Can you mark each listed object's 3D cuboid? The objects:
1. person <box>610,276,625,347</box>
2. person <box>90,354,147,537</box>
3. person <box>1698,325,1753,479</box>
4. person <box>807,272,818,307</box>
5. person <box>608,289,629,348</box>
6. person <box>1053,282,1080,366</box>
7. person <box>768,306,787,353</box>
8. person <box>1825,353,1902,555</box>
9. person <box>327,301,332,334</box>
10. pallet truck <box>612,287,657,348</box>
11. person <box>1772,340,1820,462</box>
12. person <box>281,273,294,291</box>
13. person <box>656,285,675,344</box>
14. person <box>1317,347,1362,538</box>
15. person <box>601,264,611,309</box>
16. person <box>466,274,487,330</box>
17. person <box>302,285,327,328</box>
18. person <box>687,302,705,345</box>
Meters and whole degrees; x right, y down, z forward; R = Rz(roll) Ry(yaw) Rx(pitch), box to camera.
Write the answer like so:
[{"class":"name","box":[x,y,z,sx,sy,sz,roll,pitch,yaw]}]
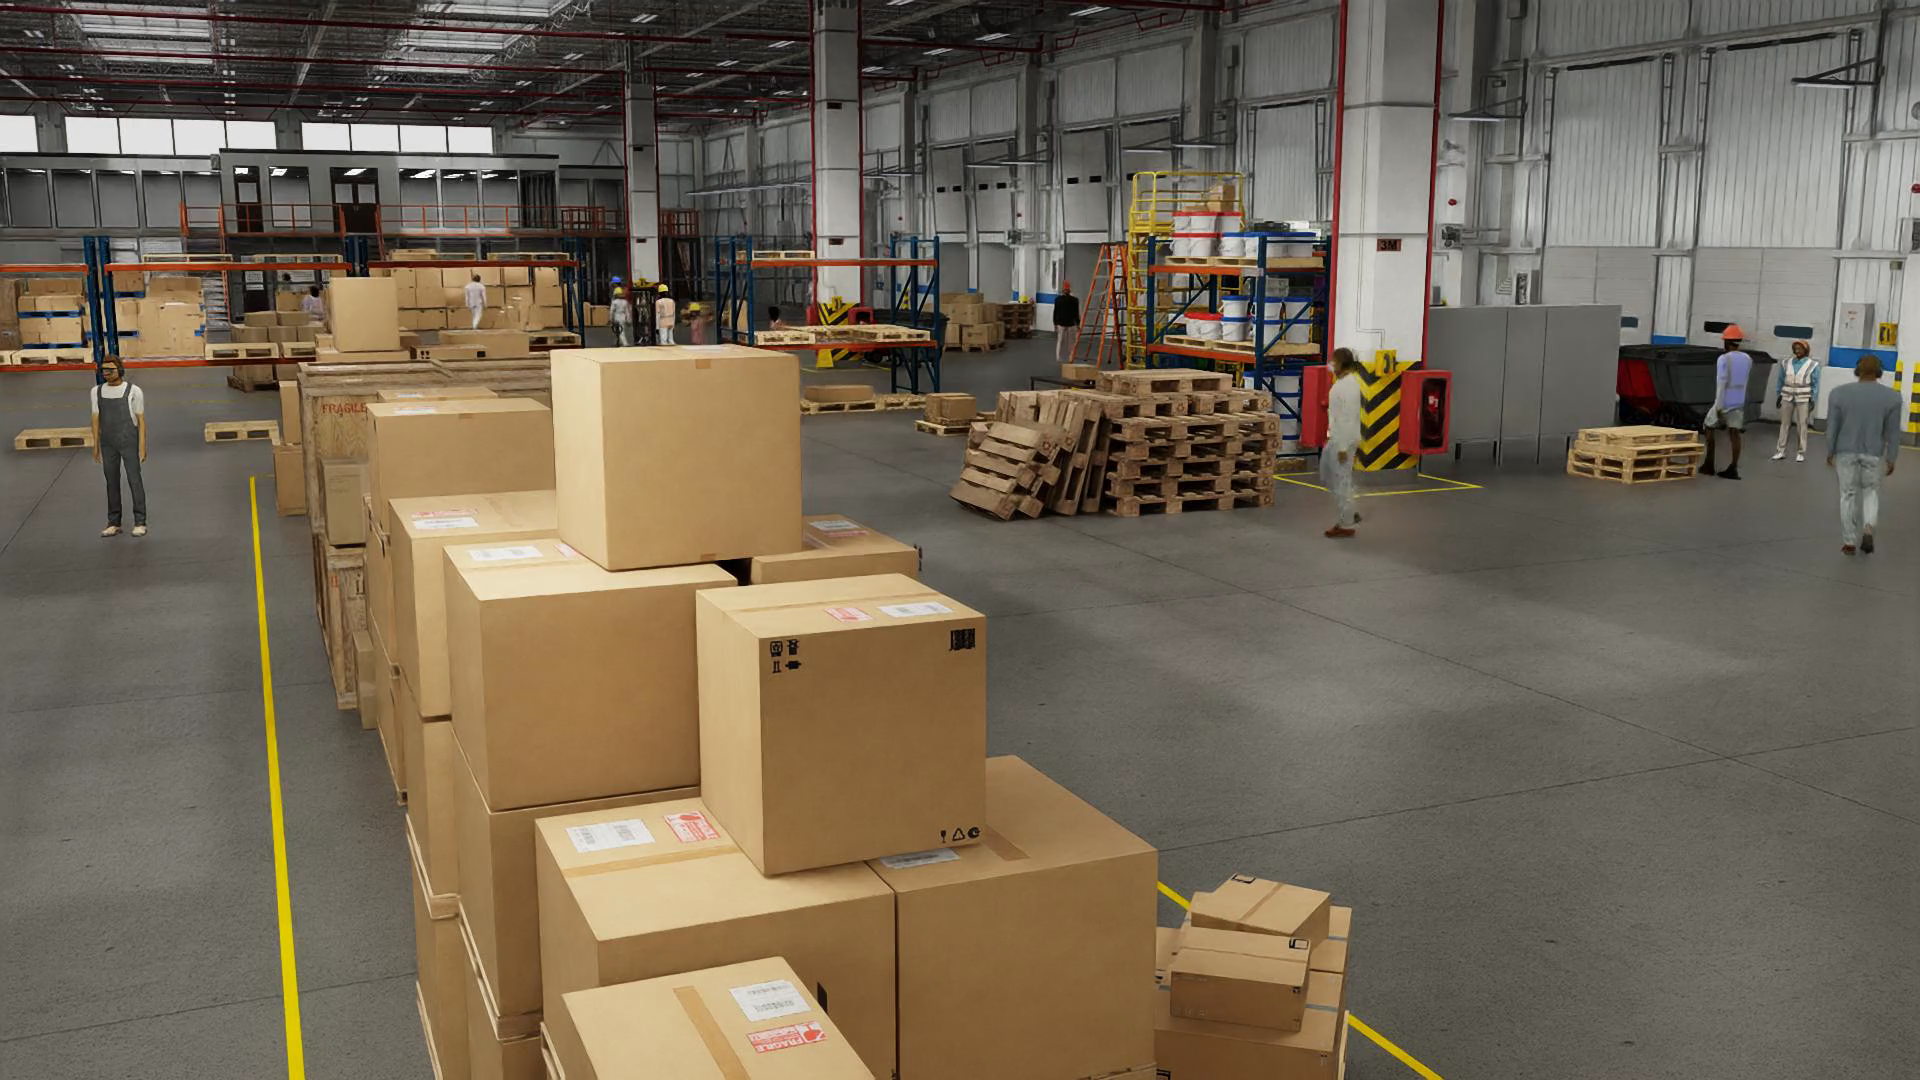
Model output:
[{"class":"person","box":[-9.505,-6.352,46.264,0.391,1.948,0.605,-3,11,-17]},{"class":"person","box":[-8.468,-0.946,16.754,0.514,1.844,0.333,-1,10,-6]},{"class":"person","box":[9.614,-1.741,20.939,0.561,1.908,0.753,-3,11,-18]},{"class":"person","box":[-4.765,-7.864,54.678,0.571,1.916,0.575,3,11,17]},{"class":"person","box":[-8.976,-5.766,43.776,0.900,1.684,0.498,9,13,39]},{"class":"person","box":[2.518,-5.083,39.241,0.656,1.980,0.488,-1,10,-6]},{"class":"person","box":[-3.570,-3.796,32.956,0.485,1.669,0.547,-3,11,-18]},{"class":"person","box":[8.555,-0.810,15.822,0.623,1.918,0.479,4,11,23]},{"class":"person","box":[-14.536,-5.023,39.086,0.593,1.902,0.852,-1,10,-6]},{"class":"pallet truck","box":[-6.464,-4.406,35.401,0.823,1.965,1.885,6,12,32]},{"class":"person","box":[11.296,-1.881,22.468,0.512,1.642,0.312,10,14,43]},{"class":"person","box":[-22.655,-8.082,56.112,0.436,1.833,0.648,-7,13,-36]},{"class":"person","box":[-6.953,-5.054,39.210,0.401,1.919,0.587,7,13,35]},{"class":"person","box":[3.802,-0.967,16.631,0.446,1.926,0.648,1,10,8]},{"class":"person","box":[-14.295,-10.123,66.916,0.379,1.996,0.611,6,12,31]},{"class":"person","box":[-15.045,-7.306,51.671,0.660,1.909,0.790,0,10,3]},{"class":"person","box":[-16.311,-5.541,42.124,0.446,1.826,0.655,5,11,26]},{"class":"person","box":[-5.134,-3.791,32.685,0.444,1.748,0.538,-6,12,-30]}]
